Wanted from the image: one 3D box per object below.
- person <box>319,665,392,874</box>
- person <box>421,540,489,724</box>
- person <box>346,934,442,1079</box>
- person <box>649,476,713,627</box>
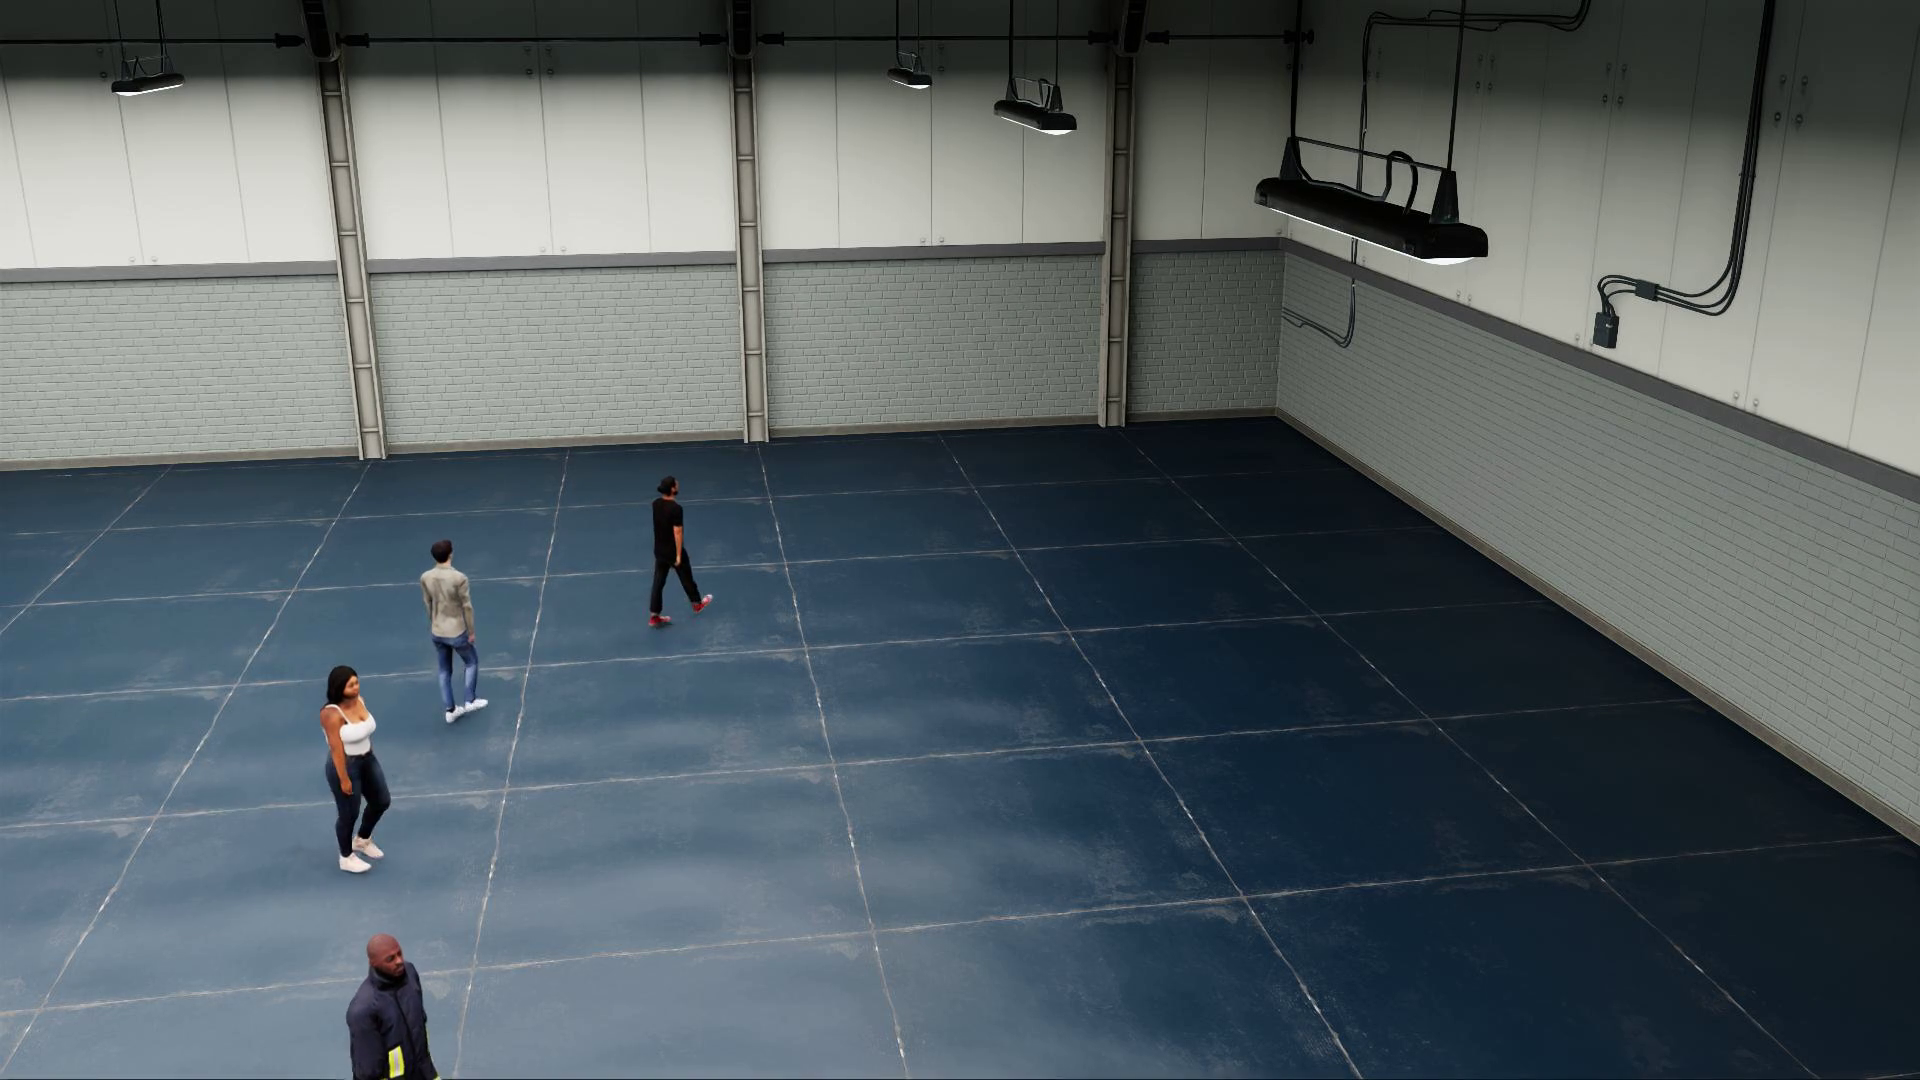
[{"bbox_3d":[-5.048,1.864,13.573,0.792,1.795,0.763,7,19,20],"label":"person"},{"bbox_3d":[-5.064,0.930,16.352,0.830,1.851,0.916,4,18,11],"label":"person"},{"bbox_3d":[-3.412,3.100,9.787,1.207,1.791,1.079,7,19,21],"label":"person"},{"bbox_3d":[-3.369,0.159,18.938,1.103,1.717,1.143,11,21,31],"label":"person"}]
